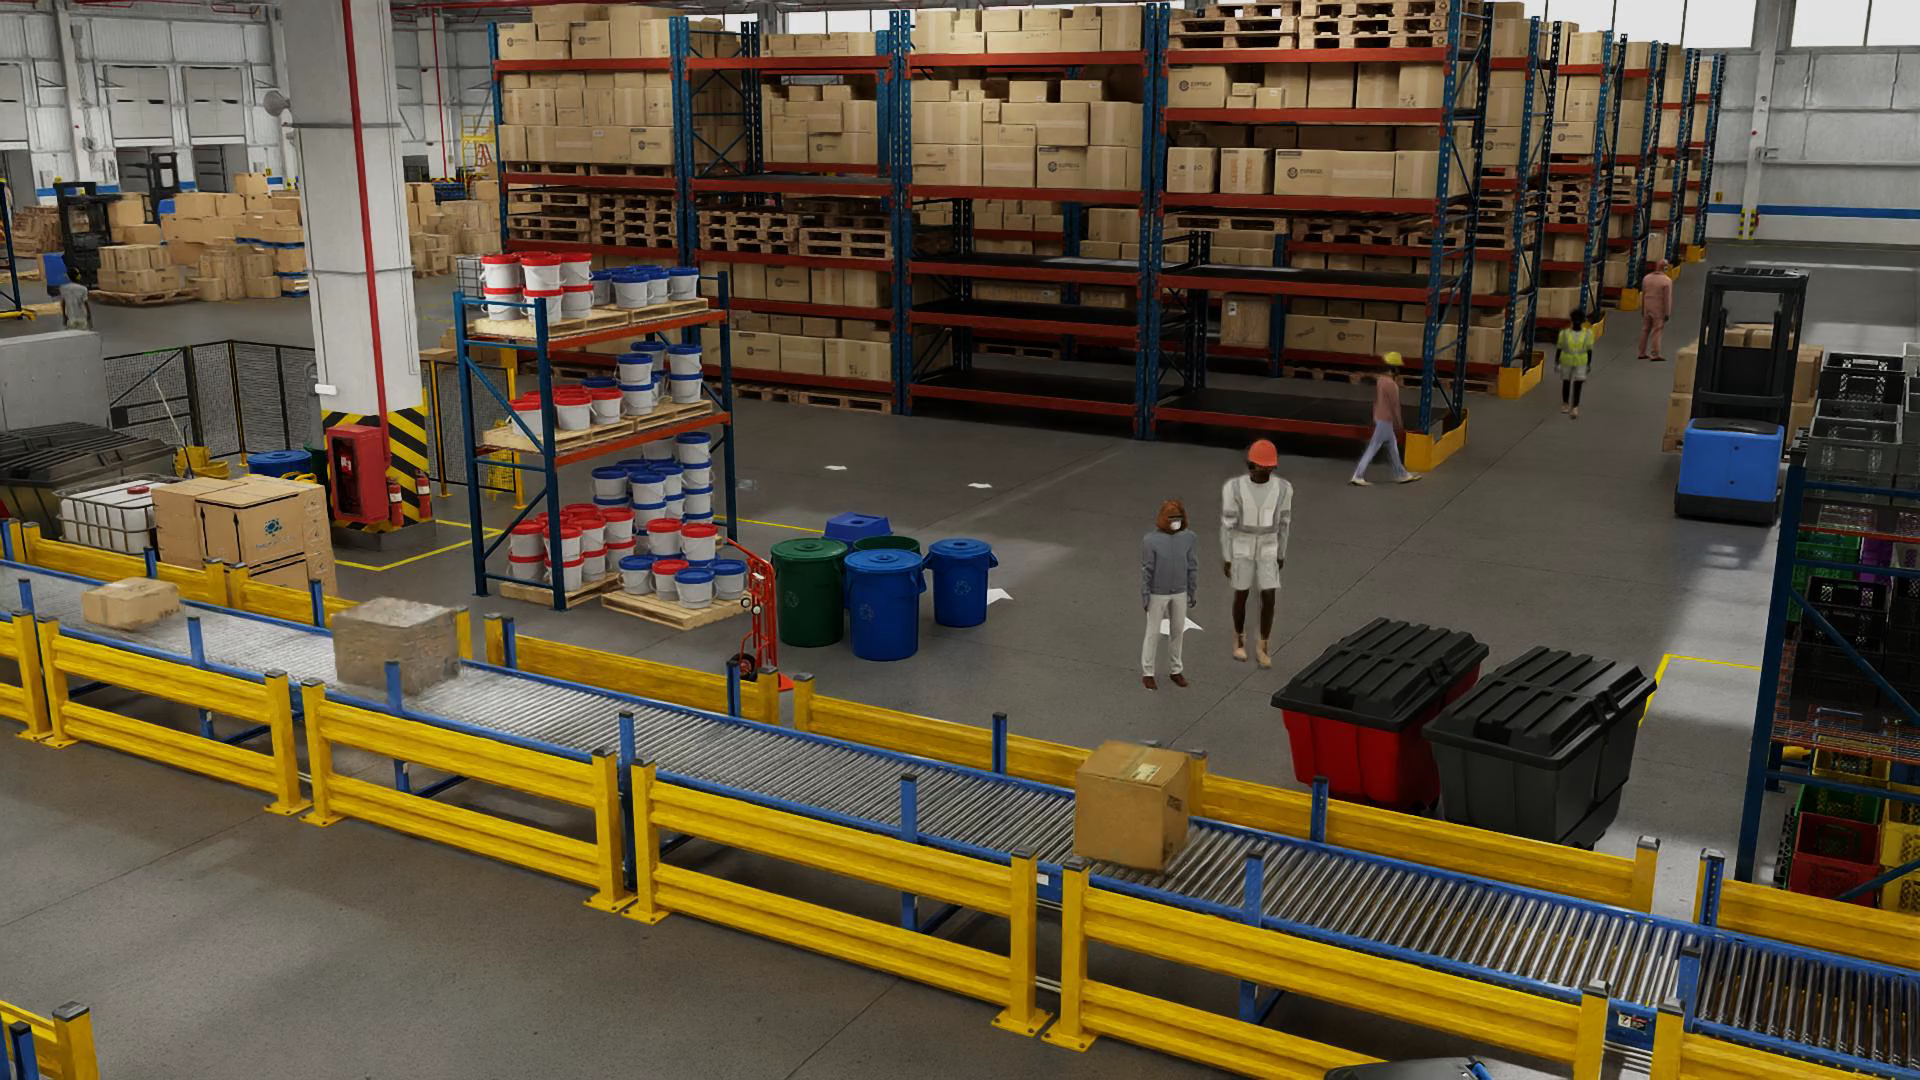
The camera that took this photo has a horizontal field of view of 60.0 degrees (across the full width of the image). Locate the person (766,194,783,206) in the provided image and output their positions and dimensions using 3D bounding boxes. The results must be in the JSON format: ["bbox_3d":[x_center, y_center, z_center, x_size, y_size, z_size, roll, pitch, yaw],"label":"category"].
[{"bbox_3d":[-6.064,-10.549,54.804,0.628,1.816,0.781,2,15,6],"label":"person"}]

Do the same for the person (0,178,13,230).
[{"bbox_3d":[-35.602,-12.518,61.989,0.593,1.922,0.383,0,15,1],"label":"person"}]

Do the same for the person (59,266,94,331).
[{"bbox_3d":[-16.078,-4.040,30.258,0.552,1.854,0.516,-2,15,-7],"label":"person"}]

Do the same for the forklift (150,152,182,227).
[{"bbox_3d":[-29.895,-13.215,62.780,1.873,2.768,1.129,8,17,28],"label":"forklift"}]

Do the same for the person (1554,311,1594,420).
[{"bbox_3d":[9.468,-2.723,25.695,0.546,1.648,0.883,6,16,21],"label":"person"}]

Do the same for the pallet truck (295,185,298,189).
[{"bbox_3d":[-26.804,-14.617,69.738,1.885,1.965,0.823,-14,20,-42],"label":"pallet truck"}]

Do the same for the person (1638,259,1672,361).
[{"bbox_3d":[13.055,-4.304,31.167,0.399,1.899,0.646,-8,17,-28],"label":"person"}]

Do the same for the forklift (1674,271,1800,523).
[{"bbox_3d":[9.269,-1.763,19.726,1.129,2.768,1.873,8,17,27],"label":"forklift"}]

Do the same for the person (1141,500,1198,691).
[{"bbox_3d":[1.734,0.452,13.811,0.497,1.626,0.287,-5,16,-17],"label":"person"}]

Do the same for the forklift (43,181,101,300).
[{"bbox_3d":[-21.550,-7.367,40.795,1.873,2.768,1.129,8,17,28],"label":"forklift"}]

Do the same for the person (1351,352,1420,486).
[{"bbox_3d":[5.421,-1.519,21.036,0.932,1.708,0.539,-1,15,-4],"label":"person"}]

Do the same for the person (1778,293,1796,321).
[{"bbox_3d":[15.636,-4.243,31.461,0.287,1.626,0.497,3,15,13],"label":"person"}]

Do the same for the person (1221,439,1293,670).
[{"bbox_3d":[2.537,0.121,14.300,0.610,2.016,0.794,1,15,3],"label":"person"}]

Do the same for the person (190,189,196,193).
[{"bbox_3d":[-25.303,-10.618,54.926,0.641,1.897,1.010,6,16,23],"label":"person"}]
